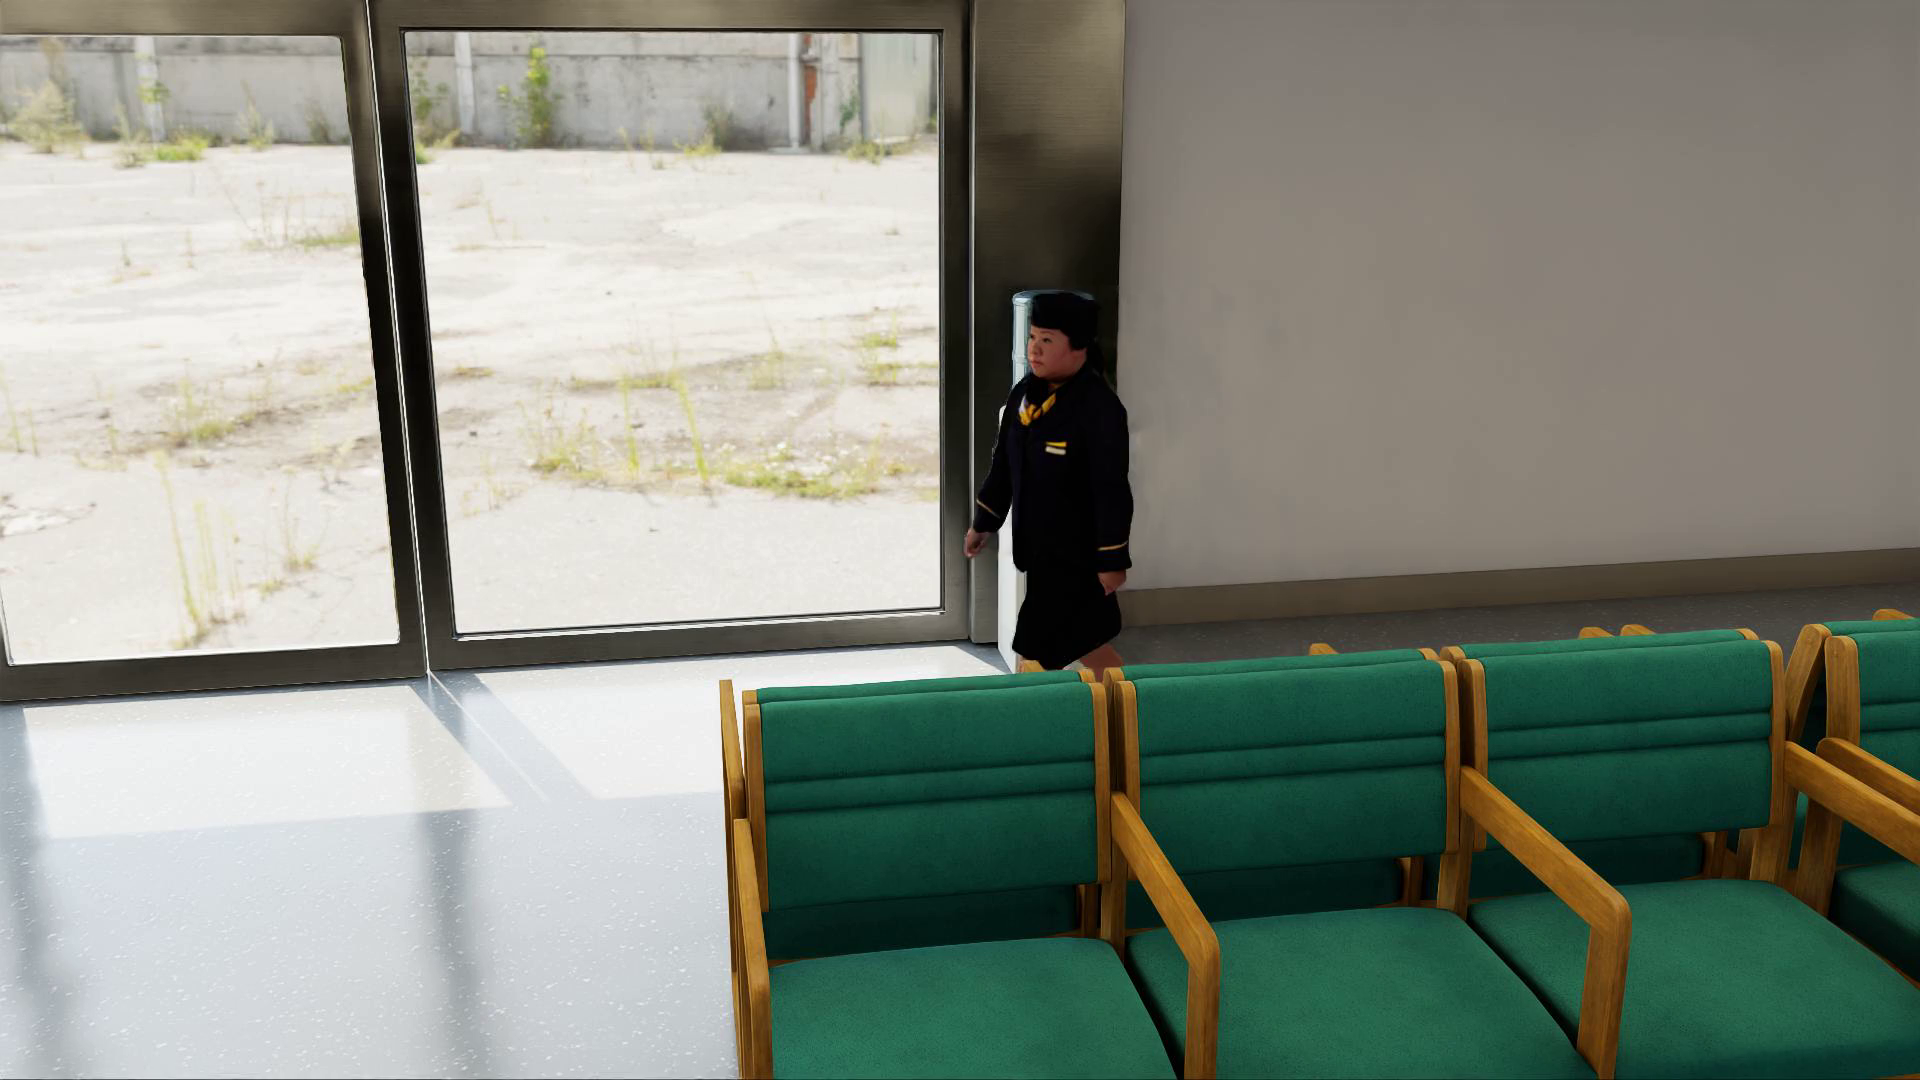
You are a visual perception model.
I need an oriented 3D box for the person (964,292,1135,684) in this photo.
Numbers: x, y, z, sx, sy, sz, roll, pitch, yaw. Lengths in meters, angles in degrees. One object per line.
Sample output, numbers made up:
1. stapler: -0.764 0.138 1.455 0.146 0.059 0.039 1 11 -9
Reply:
1. person: 0.403 0.062 5.290 0.964 1.625 1.103 -8 17 -25
